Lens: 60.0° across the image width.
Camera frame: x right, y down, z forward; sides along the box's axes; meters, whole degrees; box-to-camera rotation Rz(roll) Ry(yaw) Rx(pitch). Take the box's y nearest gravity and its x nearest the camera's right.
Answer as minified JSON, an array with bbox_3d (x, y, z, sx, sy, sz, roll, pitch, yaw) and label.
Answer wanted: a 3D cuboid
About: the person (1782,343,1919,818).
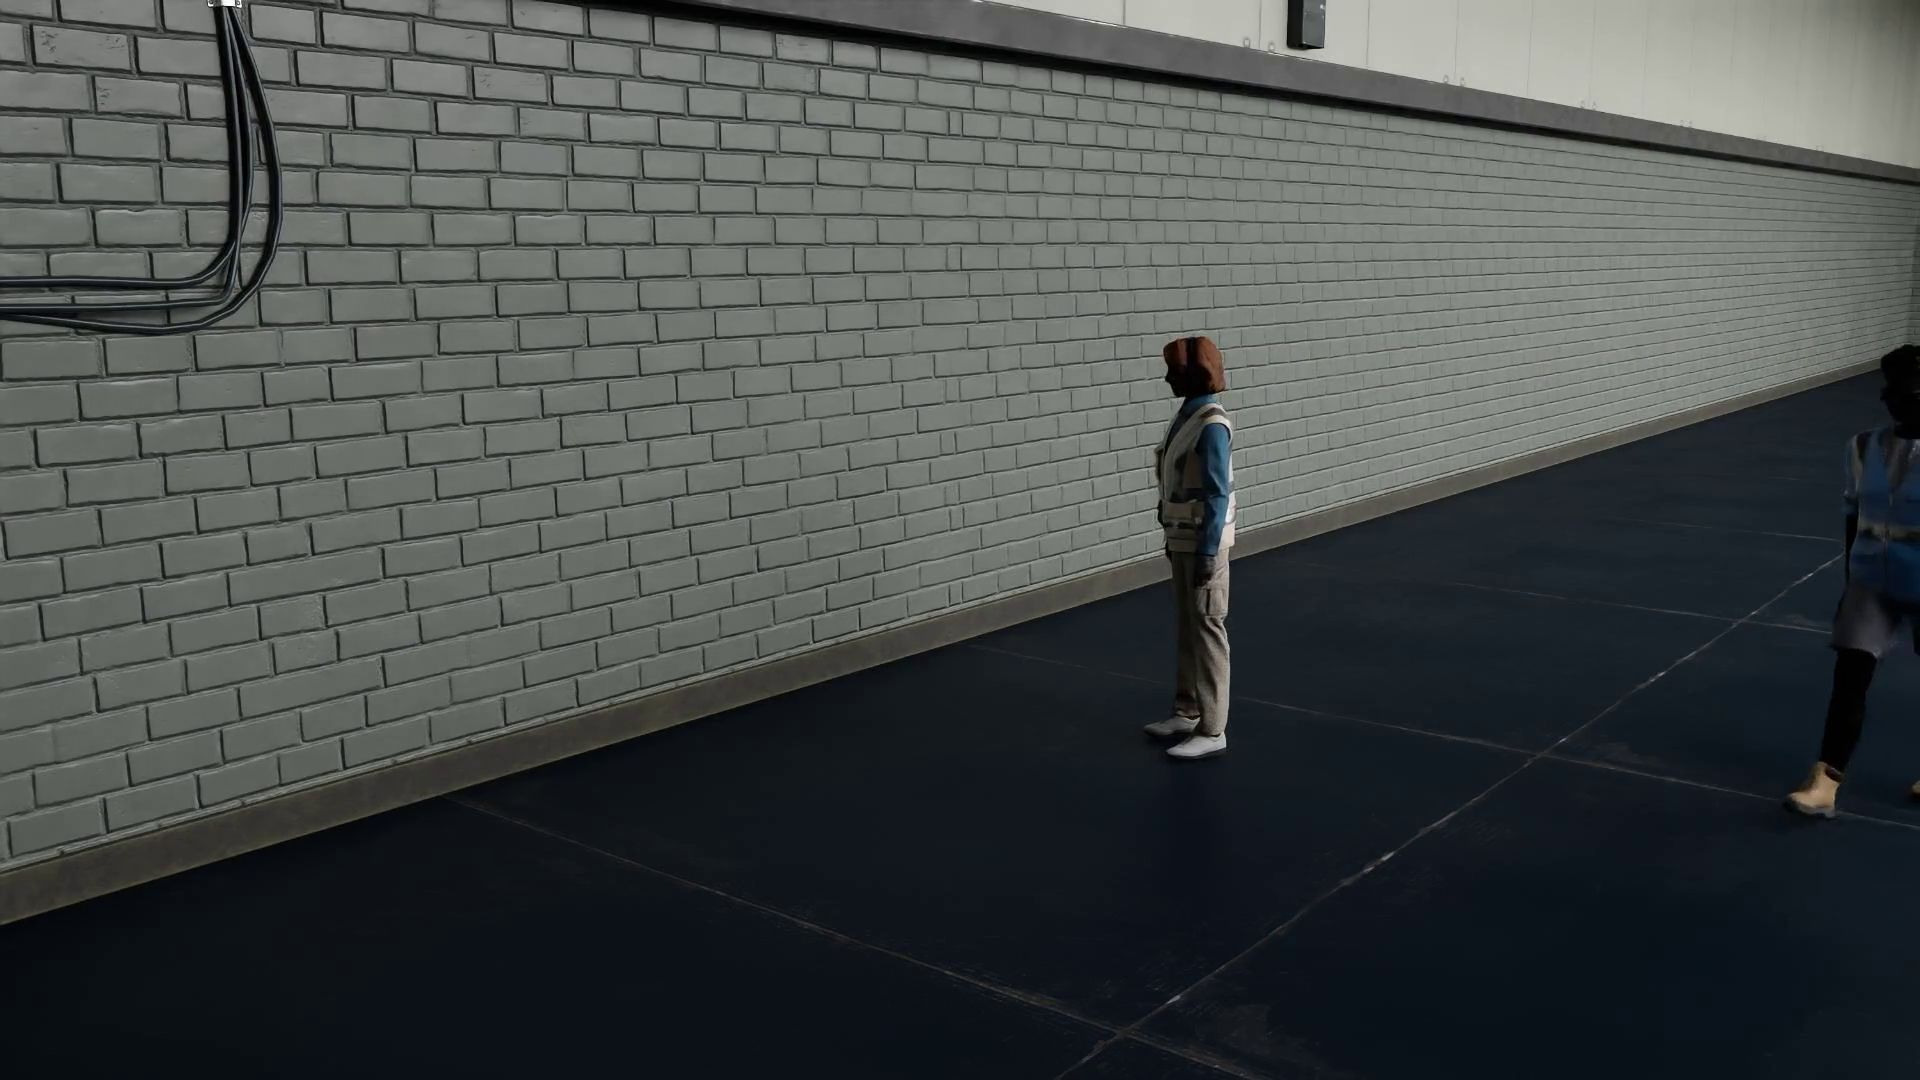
[{"bbox_3d":[3.280,0.151,5.774,0.876,1.649,0.538,-7,12,-33],"label":"person"}]

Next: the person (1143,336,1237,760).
[{"bbox_3d":[0.916,0.026,6.486,0.313,1.638,0.513,-1,10,-7],"label":"person"}]
